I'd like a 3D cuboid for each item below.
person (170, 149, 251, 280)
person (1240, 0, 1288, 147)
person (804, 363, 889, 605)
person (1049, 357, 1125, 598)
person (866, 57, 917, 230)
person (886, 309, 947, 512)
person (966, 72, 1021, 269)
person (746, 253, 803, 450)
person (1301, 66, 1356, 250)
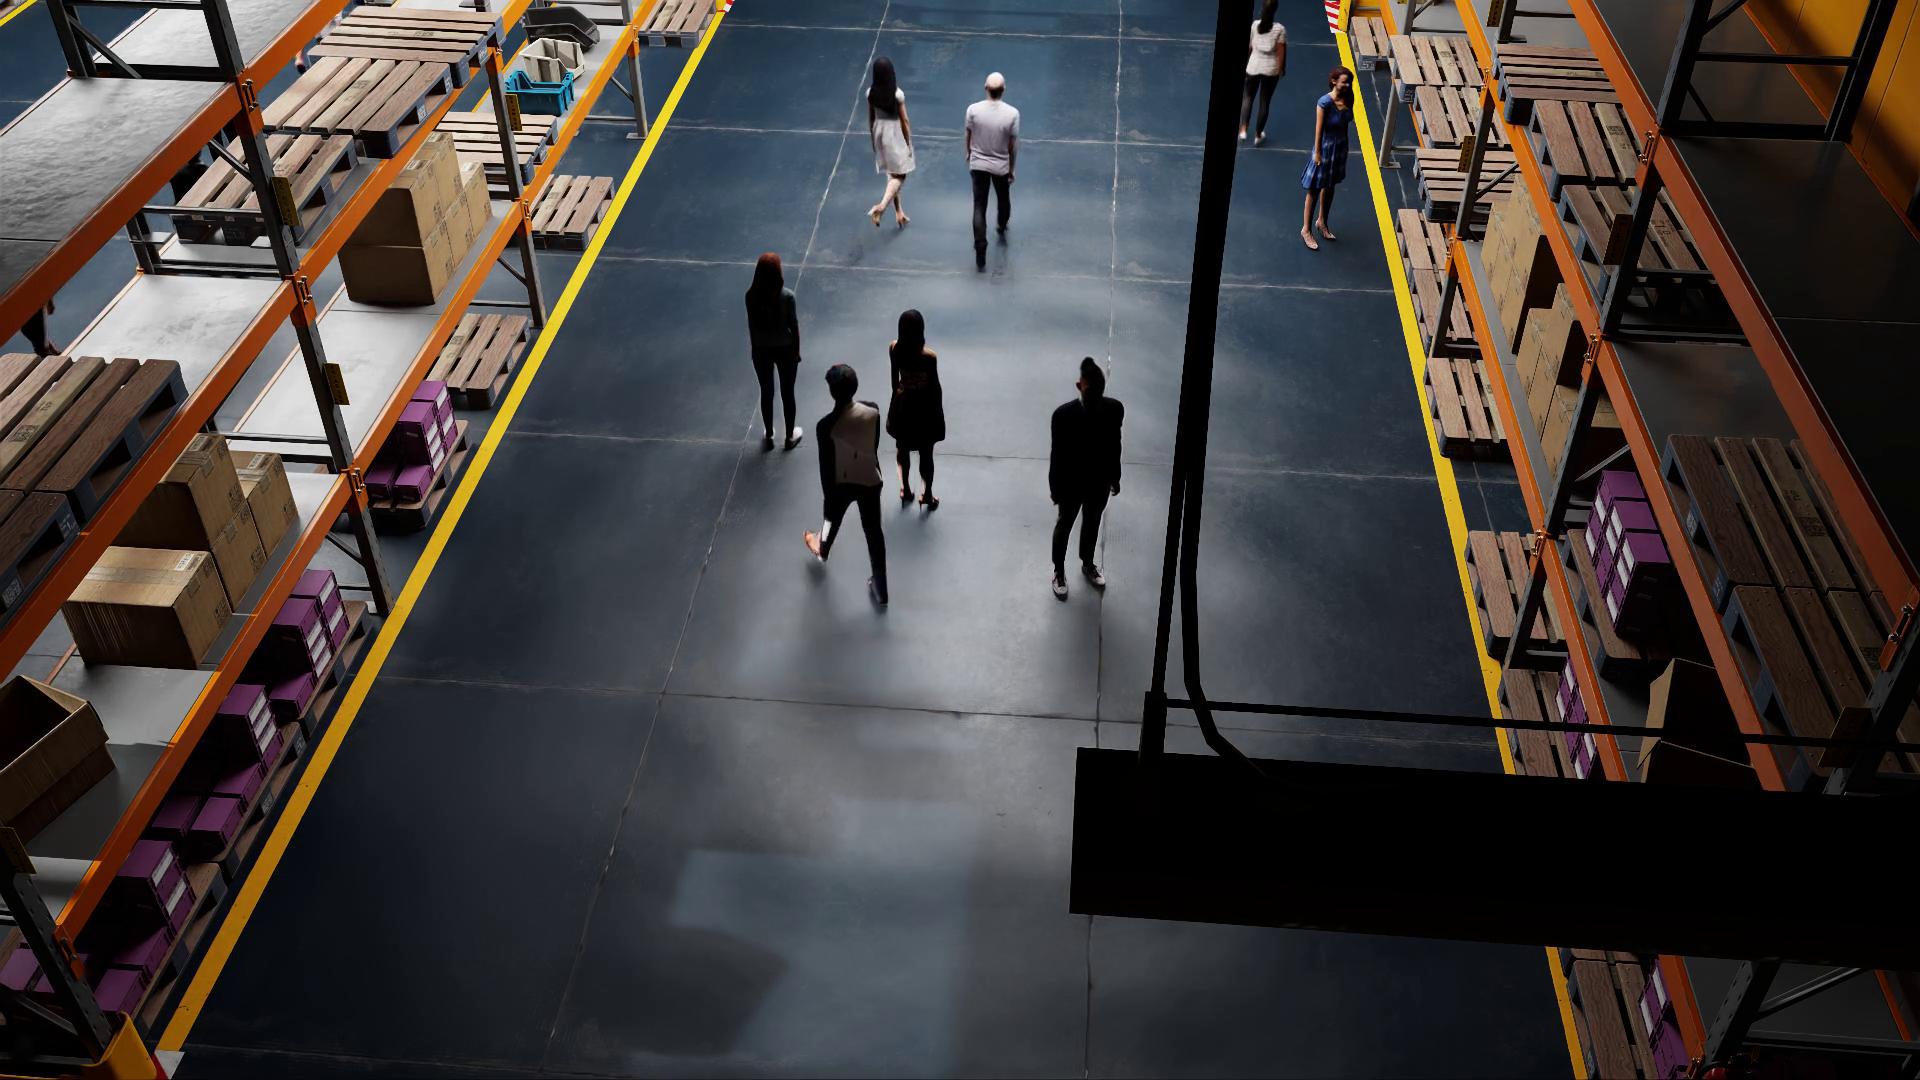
[{"bbox_3d":[-6.638,-2.753,14.829,0.704,1.800,0.603,-4,39,-4],"label":"person"},{"bbox_3d":[3.227,-4.976,17.744,0.654,1.638,0.662,14,41,17],"label":"person"},{"bbox_3d":[-0.700,-0.341,11.773,1.107,1.846,1.259,-19,42,-22],"label":"person"},{"bbox_3d":[0.879,-0.481,11.857,0.786,1.959,0.747,-11,40,-14],"label":"person"},{"bbox_3d":[-0.717,-3.776,16.152,0.827,1.750,1.005,17,42,20],"label":"person"},{"bbox_3d":[-0.335,-0.986,12.639,0.765,1.773,0.790,17,42,20],"label":"person"},{"bbox_3d":[0.278,-3.455,15.722,0.670,1.784,1.208,2,39,2],"label":"person"},{"bbox_3d":[-1.482,-1.498,13.306,0.561,1.741,0.518,2,39,3],"label":"person"},{"bbox_3d":[3.557,-3.687,15.994,0.736,1.806,0.804,-29,47,-31],"label":"person"}]
